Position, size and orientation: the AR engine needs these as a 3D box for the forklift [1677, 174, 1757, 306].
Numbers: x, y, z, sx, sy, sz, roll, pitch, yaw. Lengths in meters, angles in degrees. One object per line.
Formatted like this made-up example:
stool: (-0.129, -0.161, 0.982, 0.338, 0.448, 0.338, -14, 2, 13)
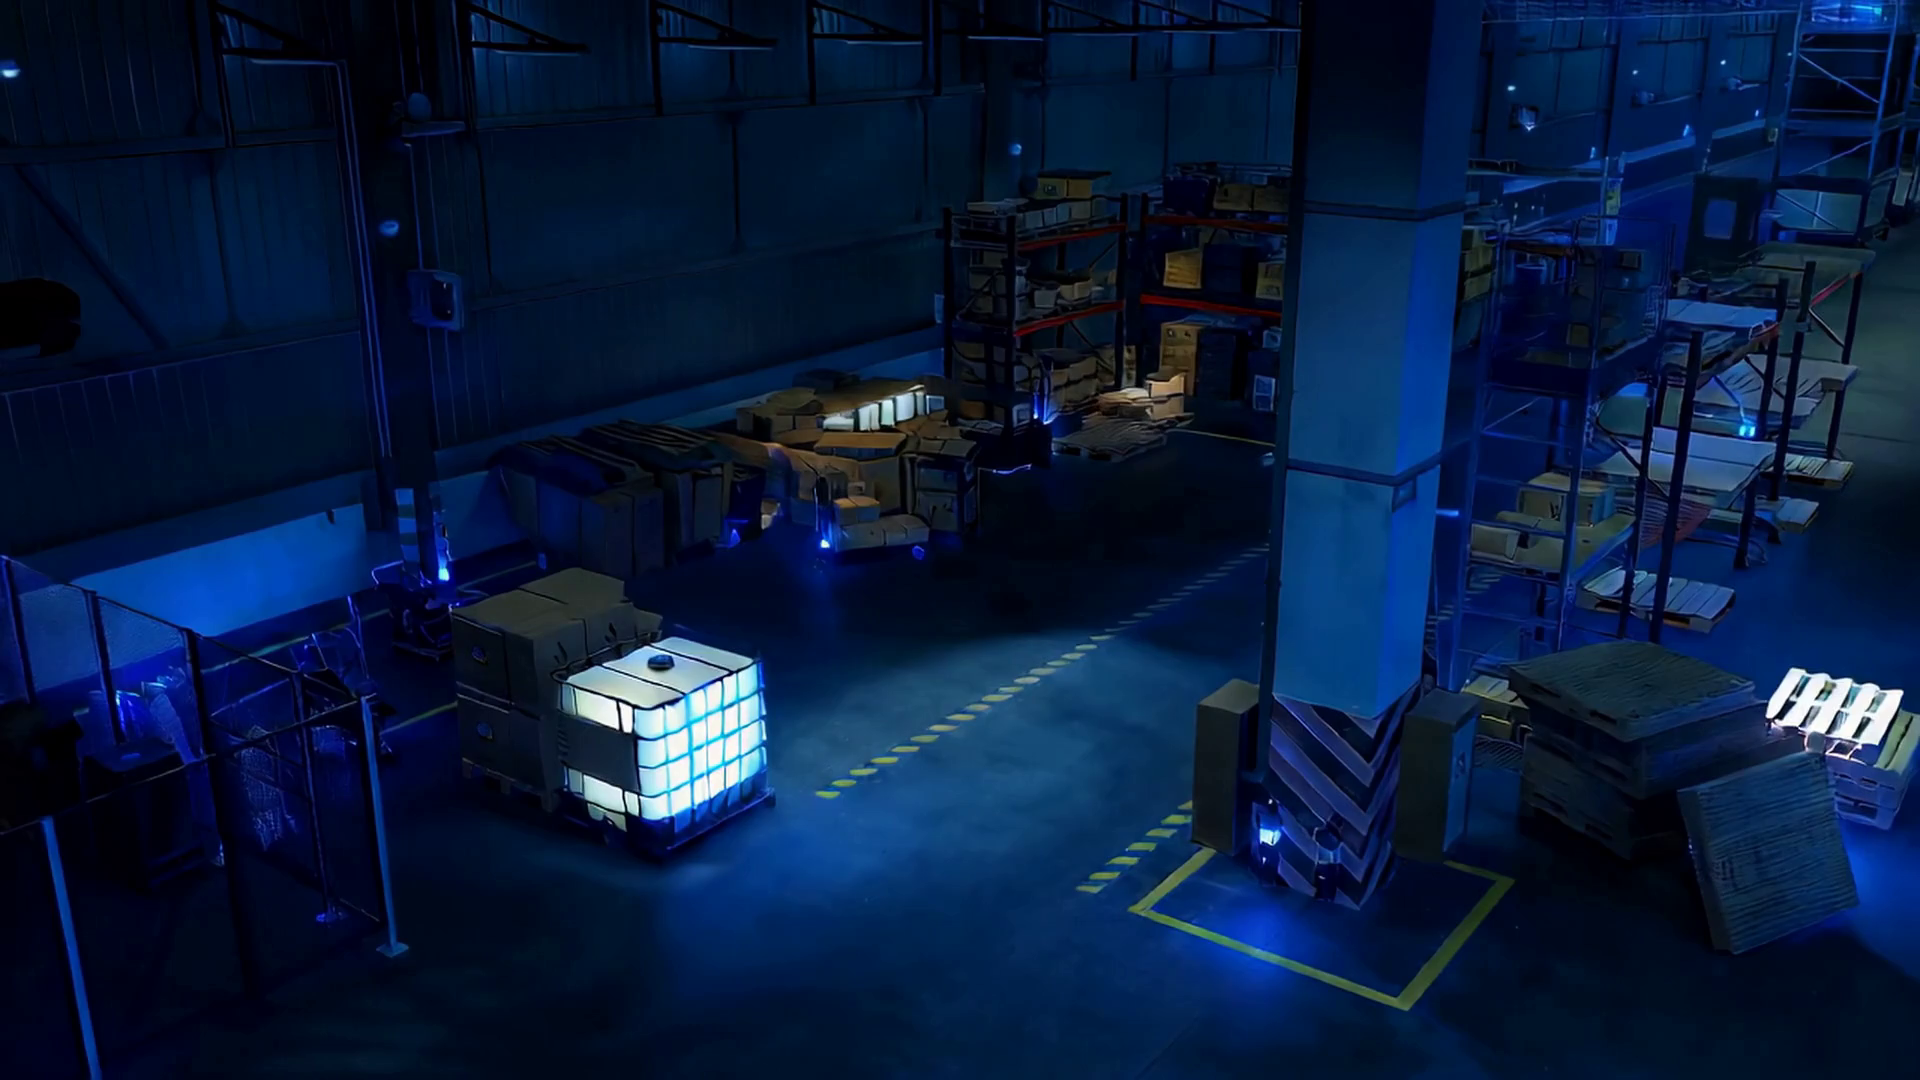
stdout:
forklift: (12.781, -4.759, 28.185, 1.129, 2.768, 1.873, 13, 22, 34)
